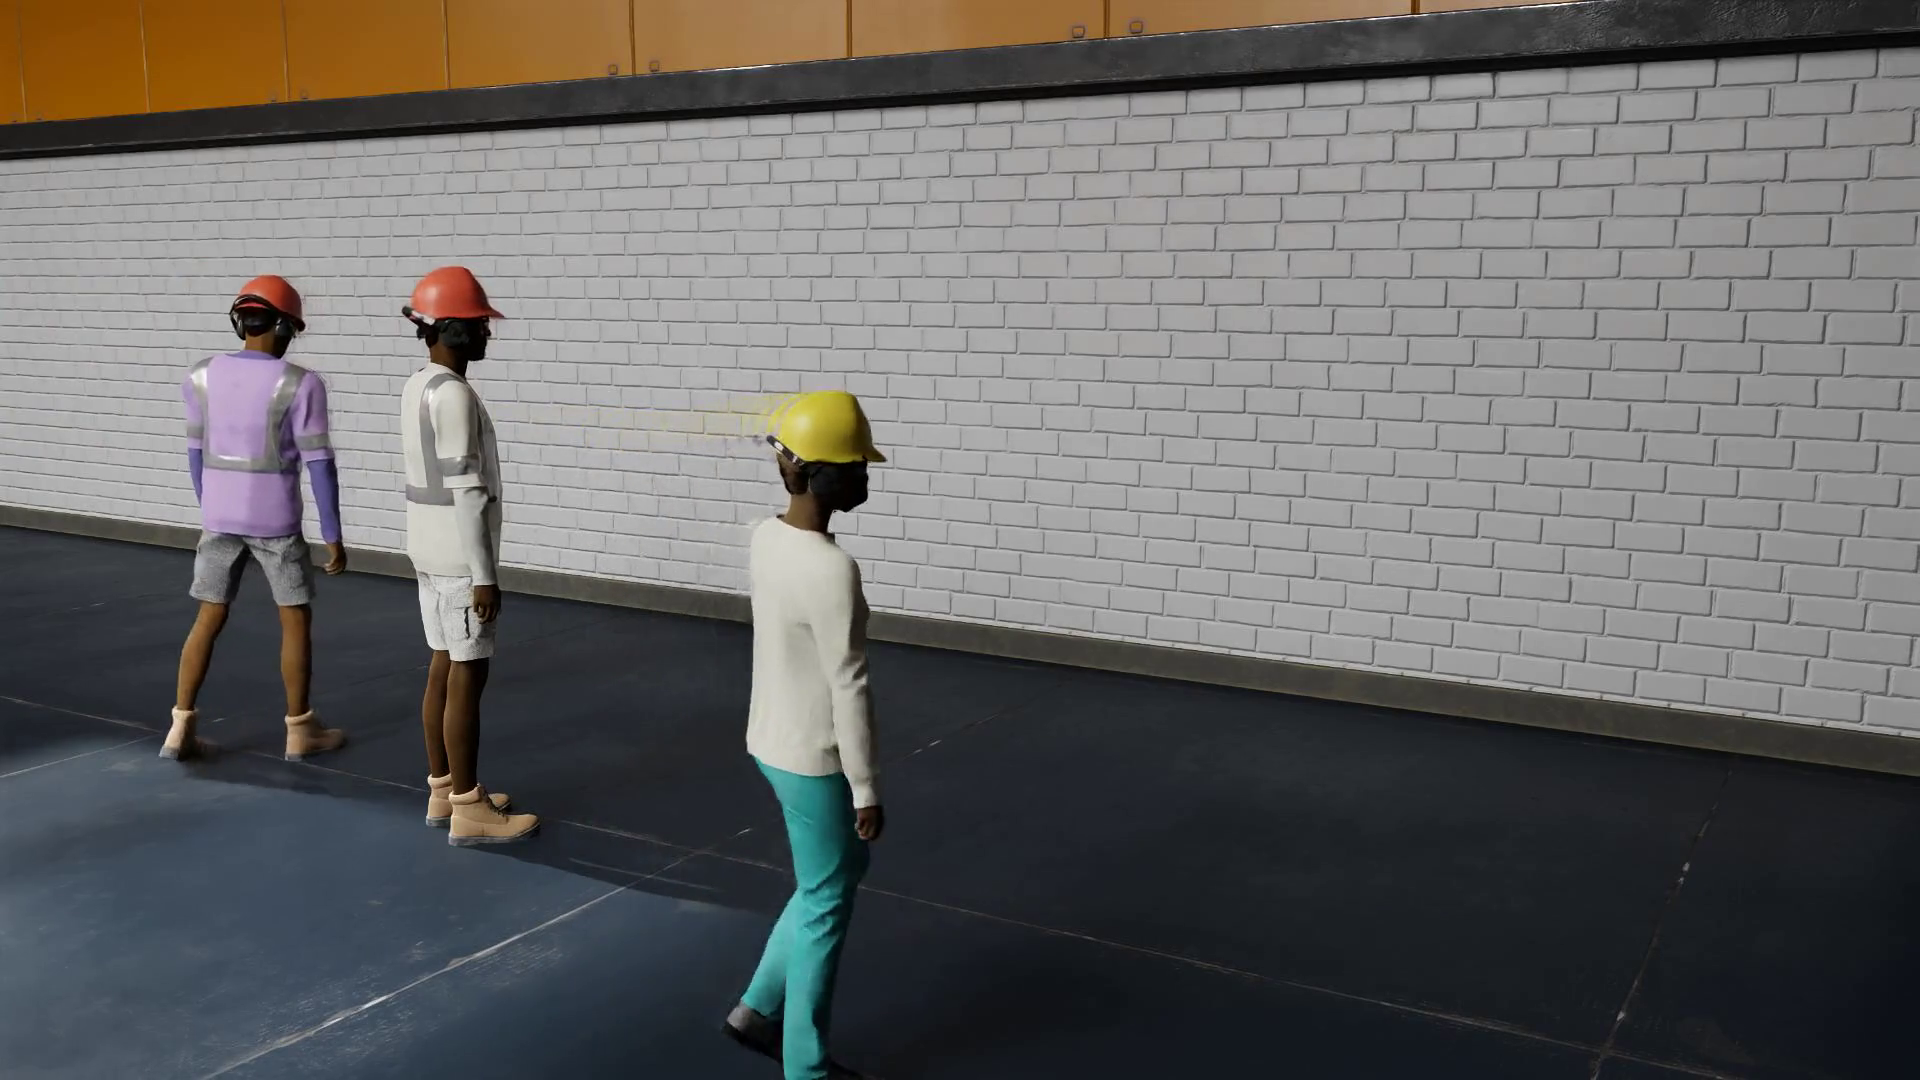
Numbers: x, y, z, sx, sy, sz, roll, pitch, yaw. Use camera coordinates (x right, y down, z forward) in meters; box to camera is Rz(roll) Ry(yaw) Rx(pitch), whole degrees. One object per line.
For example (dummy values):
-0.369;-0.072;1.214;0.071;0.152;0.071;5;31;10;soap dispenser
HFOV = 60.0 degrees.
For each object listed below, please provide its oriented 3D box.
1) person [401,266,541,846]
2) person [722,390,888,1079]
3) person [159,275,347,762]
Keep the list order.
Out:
-1.772;0.059;5.933;0.365;2.047;0.608;-6;11;-32;person
-0.322;0.515;4.000;0.370;1.751;0.542;-4;10;-25;person
-2.925;-0.067;6.830;0.803;2.013;0.610;1;9;6;person
